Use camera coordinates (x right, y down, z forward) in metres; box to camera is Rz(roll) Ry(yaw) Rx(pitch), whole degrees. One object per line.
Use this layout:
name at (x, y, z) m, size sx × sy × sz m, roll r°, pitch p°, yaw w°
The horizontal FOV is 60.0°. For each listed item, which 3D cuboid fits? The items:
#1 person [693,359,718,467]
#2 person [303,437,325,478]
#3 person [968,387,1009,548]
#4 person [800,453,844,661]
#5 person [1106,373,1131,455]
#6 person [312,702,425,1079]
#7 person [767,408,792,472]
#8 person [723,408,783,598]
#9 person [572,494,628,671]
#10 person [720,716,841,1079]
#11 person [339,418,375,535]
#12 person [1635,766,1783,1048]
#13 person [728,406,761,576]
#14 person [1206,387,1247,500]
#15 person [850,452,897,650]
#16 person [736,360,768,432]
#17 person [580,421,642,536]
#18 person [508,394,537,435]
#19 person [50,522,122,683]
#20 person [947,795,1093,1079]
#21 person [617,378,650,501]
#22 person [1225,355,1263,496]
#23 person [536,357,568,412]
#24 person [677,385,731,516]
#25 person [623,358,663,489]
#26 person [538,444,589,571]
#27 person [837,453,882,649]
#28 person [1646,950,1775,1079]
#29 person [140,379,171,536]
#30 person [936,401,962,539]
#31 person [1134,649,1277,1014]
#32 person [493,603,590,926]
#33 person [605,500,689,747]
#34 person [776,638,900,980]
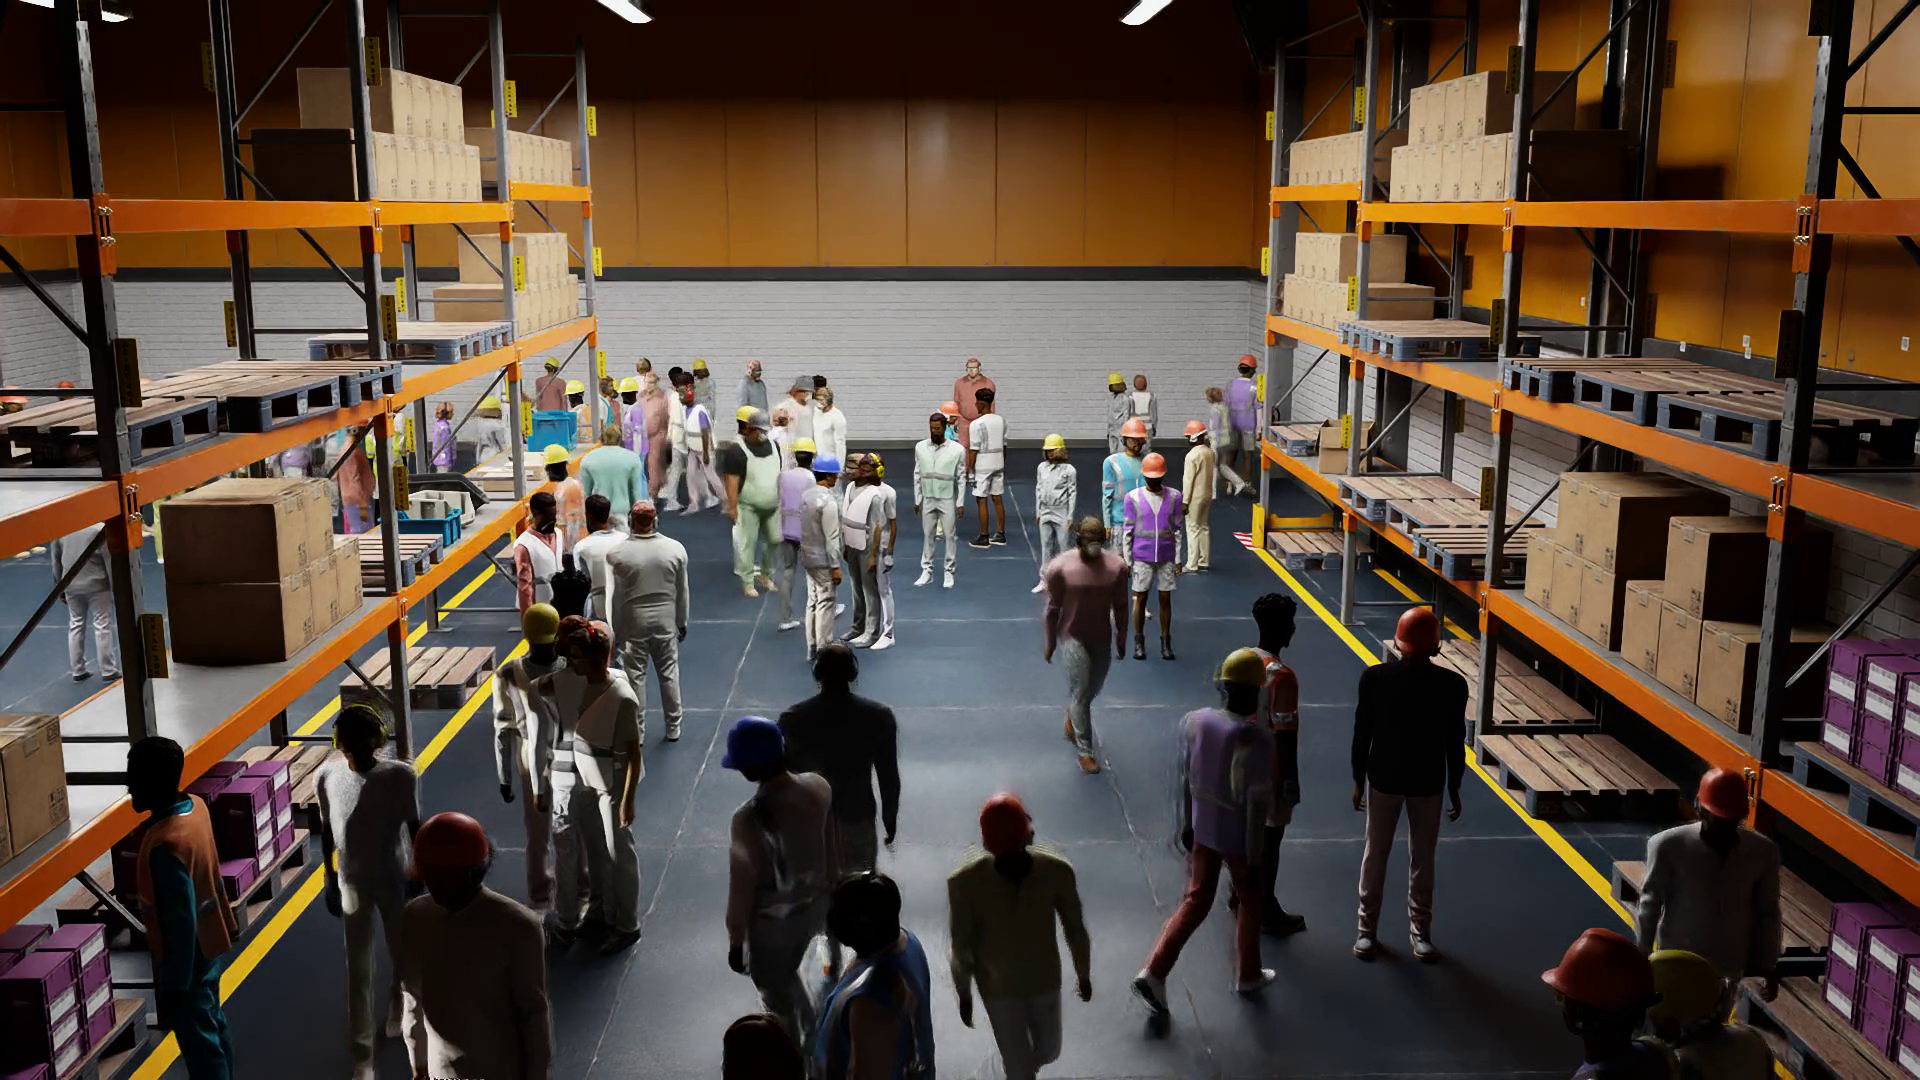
person at (-4.107, -2.023, 26.557) m, size 0.483 × 1.734 × 0.340 m, roll 5°, pitch 12°, yaw 24°
person at (-8.387, -0.993, 21.496) m, size 0.320 × 1.694 × 0.534 m, roll 0°, pitch 11°, yaw -2°
person at (0.331, -0.880, 20.278) m, size 0.611 × 1.956 × 0.368 m, roll -10°, pitch 15°, yaw -42°
person at (-1.227, 0.182, 14.994) m, size 0.420 × 1.934 × 0.615 m, roll -6°, pitch 13°, yaw -27°
person at (2.294, -1.580, 24.338) m, size 0.325 × 1.731 × 0.491 m, roll -6°, pitch 13°, yaw -29°
person at (-2.800, 1.643, 7.974) m, size 0.515 × 1.830 × 0.982 m, roll -2°, pitch 11°, yaw -11°
person at (-2.283, -0.846, 20.911) m, size 0.318 × 1.632 × 0.521 m, roll -6°, pitch 13°, yaw -26°
person at (-2.148, -0.405, 17.664) m, size 0.720 × 2.000 × 0.538 m, roll -9°, pitch 15°, yaw -39°
person at (-2.774, 0.591, 13.015) m, size 0.401 × 1.908 × 0.598 m, roll 7°, pitch 13°, yaw 33°
person at (-0.815, 1.693, 7.475) m, size 0.449 × 1.907 × 0.640 m, roll 8°, pitch 14°, yaw 36°
person at (-6.433, -0.423, 17.884) m, size 0.423 × 1.992 × 0.628 m, roll -3°, pitch 12°, yaw -13°
person at (3.283, 1.815, 7.290) m, size 0.577 × 1.732 × 0.473 m, roll 1°, pitch 11°, yaw 3°
person at (-2.415, -0.556, 18.733) m, size 0.382 × 1.917 × 0.585 m, roll 0°, pitch 11°, yaw -1°
person at (3.742, -1.364, 23.533) m, size 0.567 × 1.610 × 0.532 m, roll 6°, pitch 13°, yaw 26°
person at (-0.799, 0.098, 15.589) m, size 0.329 × 1.865 × 0.512 m, roll -9°, pitch 15°, yaw -39°
person at (-3.041, -1.720, 24.639) m, size 0.401 × 1.894 × 0.653 m, roll 5°, pitch 12°, yaw 24°
person at (-3.638, -0.279, 17.359) m, size 0.646 × 1.911 × 0.498 m, roll -1°, pitch 11°, yaw -4°
person at (-5.996, -1.277, 23.153) m, size 0.322 × 1.597 × 0.632 m, roll 7°, pitch 13°, yaw 31°
person at (-7.584, 0.378, 14.482) m, size 0.569 × 1.743 × 0.349 m, roll 0°, pitch 11°, yaw 2°
person at (0.242, 1.852, 7.201) m, size 0.624 × 1.706 × 0.699 m, roll -1°, pitch 11°, yaw -7°
person at (-4.282, -1.178, 21.863) m, size 0.391 × 1.918 × 0.591 m, roll -3°, pitch 12°, yaw -13°
person at (4.101, -1.646, 23.924) m, size 0.601 × 2.035 × 0.417 m, roll 8°, pitch 14°, yaw 34°
person at (-6.517, -2.044, 26.609) m, size 0.532 × 1.755 × 0.342 m, roll 2°, pitch 11°, yaw 11°
person at (-3.428, -1.202, 22.323) m, size 0.708 × 1.796 × 0.589 m, roll -9°, pitch 14°, yaw -38°
person at (-4.624, -1.705, 24.439) m, size 0.635 × 1.938 × 0.354 m, roll 3°, pitch 12°, yaw 13°
person at (-3.771, 0.042, 15.785) m, size 0.480 × 1.903 × 0.624 m, roll -5°, pitch 12°, yaw -24°
person at (-0.911, 0.091, 15.663) m, size 0.388 × 1.847 × 0.564 m, roll -7°, pitch 13°, yaw -32°
person at (2.405, 2.183, 5.342) m, size 0.581 × 1.786 × 0.738 m, roll -6°, pitch 13°, yaw -30°
person at (-10.175, -1.042, 20.971) m, size 0.394 × 1.992 × 0.622 m, roll -10°, pitch 15°, yaw -40°
person at (-0.159, -0.868, 20.752) m, size 0.354 × 1.738 × 0.574 m, roll -2°, pitch 11°, yaw -8°
person at (1.297, 1.499, 8.515) m, size 0.897 × 1.882 × 0.617 m, roll -9°, pitch 15°, yaw -39°
person at (-2.343, 1.283, 9.517) m, size 0.595 × 1.916 × 0.390 m, roll -3°, pitch 12°, yaw -17°
person at (-2.407, 0.636, 12.781) m, size 0.654 × 1.906 × 0.408 m, roll -5°, pitch 12°, yaw -25°
person at (-0.621, 1.473, 8.600) m, size 0.635 × 1.914 × 0.834 m, roll -1°, pitch 11°, yaw -5°
